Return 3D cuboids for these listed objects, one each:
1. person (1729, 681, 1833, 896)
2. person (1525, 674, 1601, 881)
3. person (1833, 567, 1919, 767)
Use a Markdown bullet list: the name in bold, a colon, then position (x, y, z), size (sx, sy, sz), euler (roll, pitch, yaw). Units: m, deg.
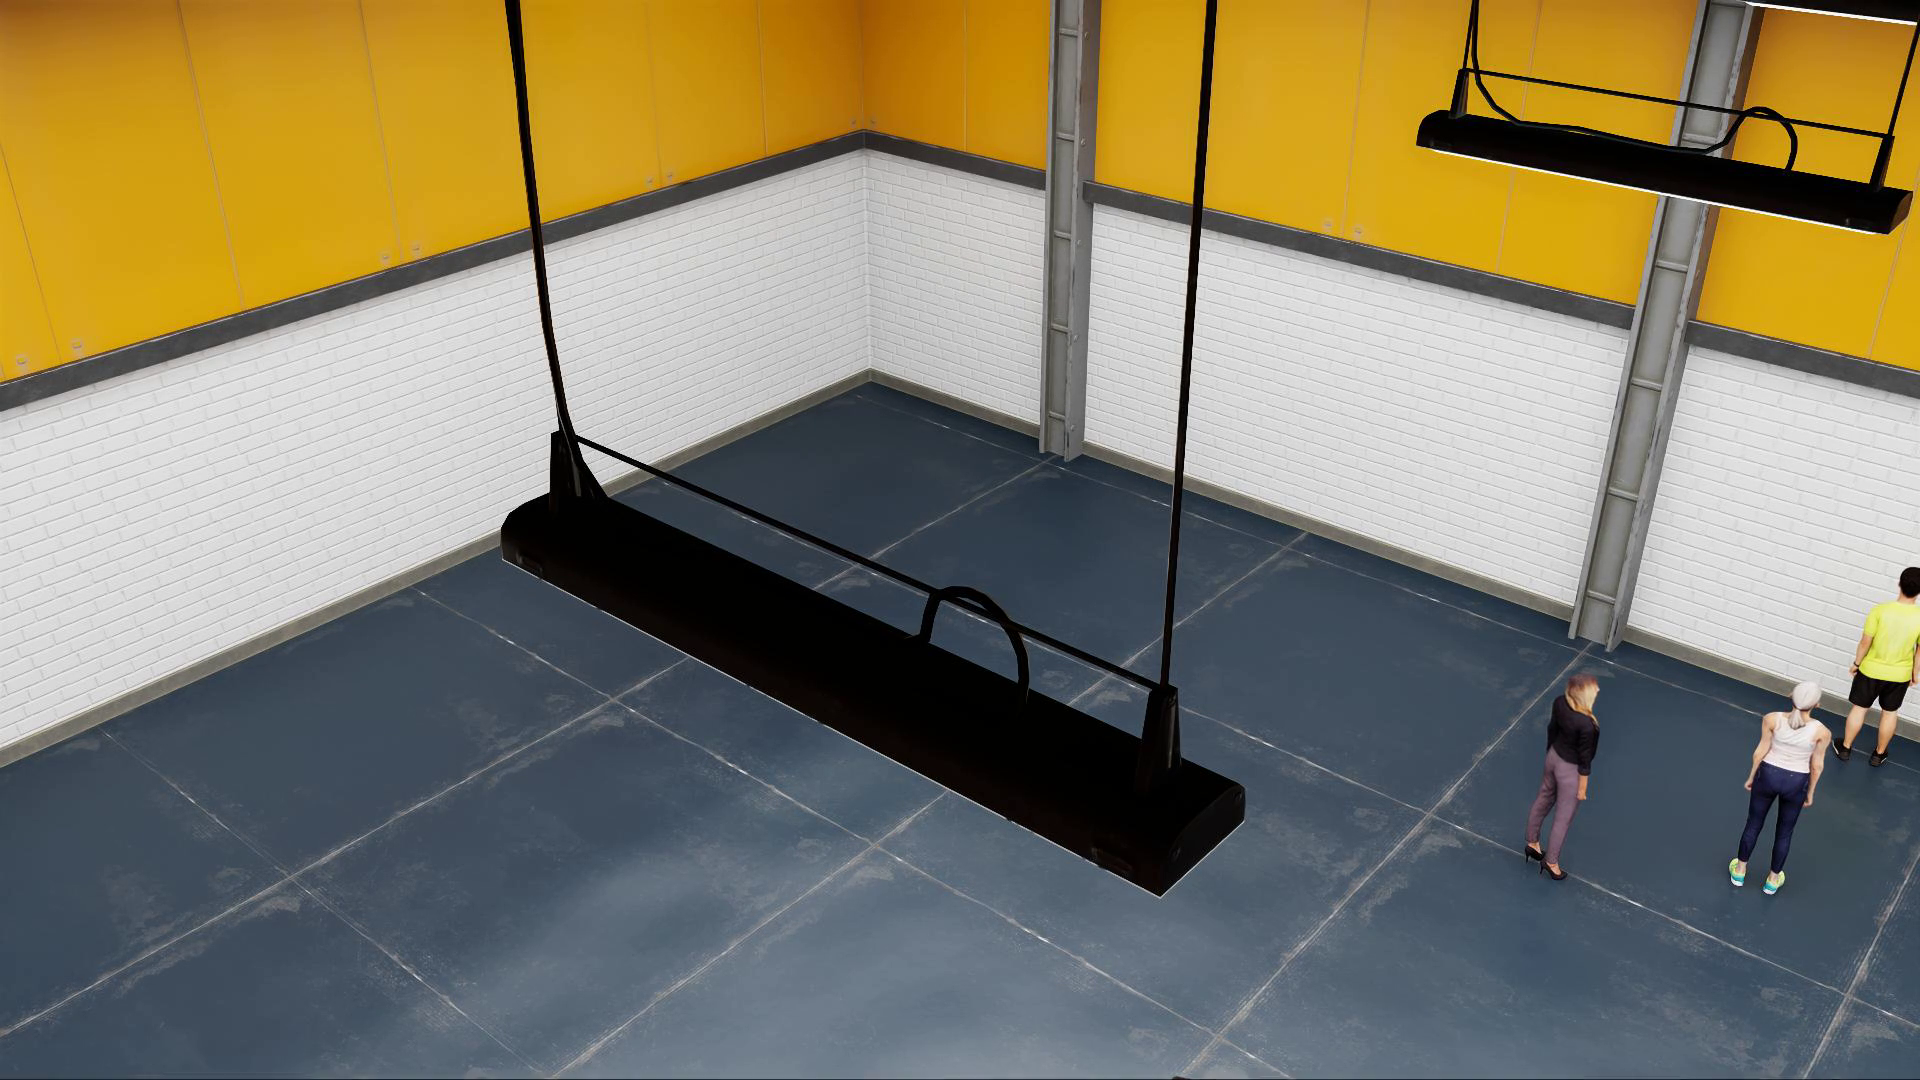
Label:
- **person**: position (5.733, 1.719, 11.619), size (0.525, 1.702, 0.691), euler (15, 32, 25)
- **person**: position (4.268, 1.654, 11.772), size (0.748, 1.670, 0.654), euler (-8, 30, -14)
- **person**: position (7.221, 0.985, 12.960), size (0.548, 1.707, 0.735), euler (12, 31, 21)
